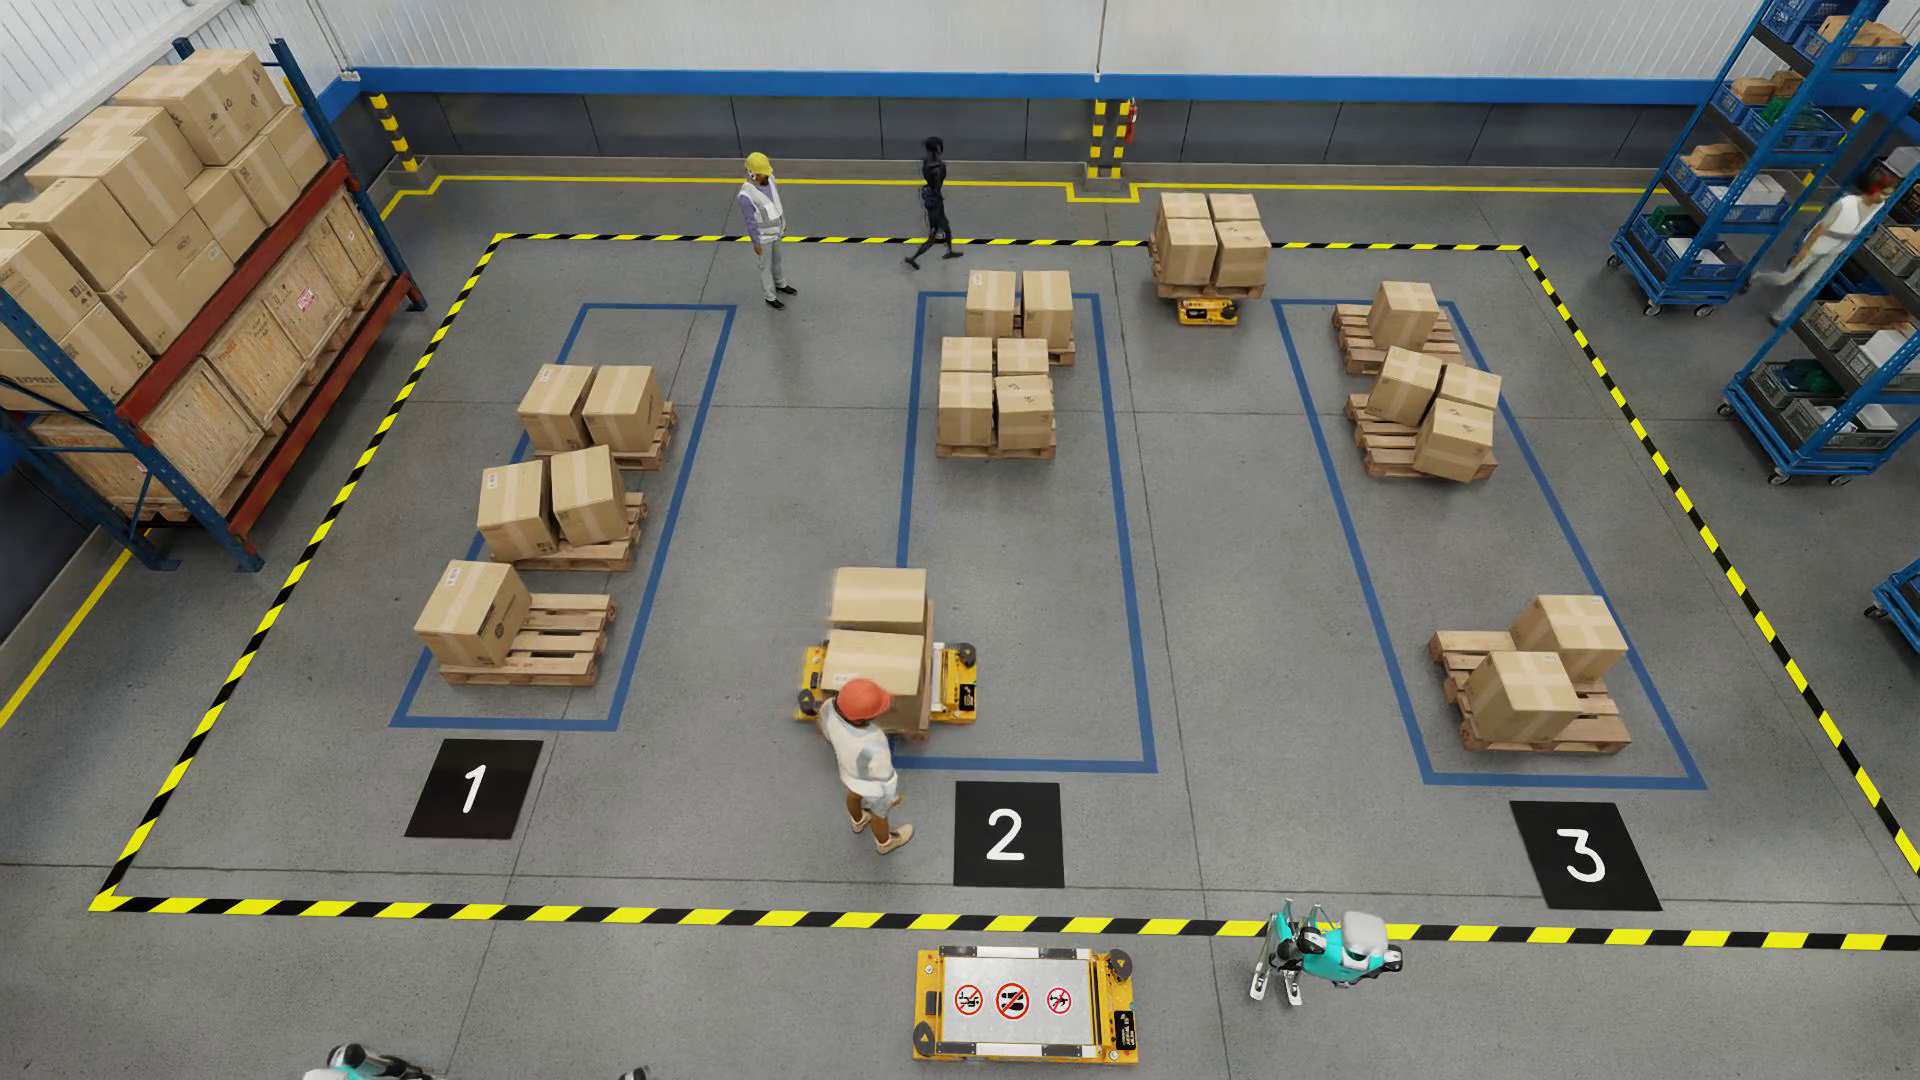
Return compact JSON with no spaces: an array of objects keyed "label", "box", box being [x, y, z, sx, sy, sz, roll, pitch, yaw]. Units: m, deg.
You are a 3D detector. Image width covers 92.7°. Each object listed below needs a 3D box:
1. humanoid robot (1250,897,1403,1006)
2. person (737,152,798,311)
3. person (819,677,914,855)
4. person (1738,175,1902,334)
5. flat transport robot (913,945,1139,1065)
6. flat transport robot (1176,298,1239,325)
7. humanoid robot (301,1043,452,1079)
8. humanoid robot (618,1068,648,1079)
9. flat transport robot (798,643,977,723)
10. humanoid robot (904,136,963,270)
[{"label":"humanoid robot","box":[2.140,2.373,5.514,0.533,1.681,0.735,9,51,8]},{"label":"person","box":[-2.155,-3.476,10.311,0.403,1.831,0.586,19,53,15]},{"label":"person","box":[-0.611,1.516,6.110,0.391,2.038,0.605,-38,60,-26]},{"label":"person","box":[9.478,-3.235,10.125,0.588,1.810,0.737,-1,51,0]},{"label":"flat transport robot","box":[0.422,3.041,6.007,1.431,0.231,0.659,1,51,1]},{"label":"flat transport robot","box":[2.894,-3.105,10.999,0.652,0.197,1.431,1,51,1]},{"label":"humanoid robot","box":[-2.728,3.127,5.004,0.916,1.783,0.540,-5,51,-4]},{"label":"humanoid robot","box":[-1.260,3.185,4.992,0.846,1.854,0.546,-17,53,-13]},{"label":"flat transport robot","box":[-0.579,1.155,7.526,1.431,0.197,0.652,1,51,1]},{"label":"humanoid robot","box":[-0.328,-3.991,10.861,0.764,1.634,0.612,-8,51,-7]}]
